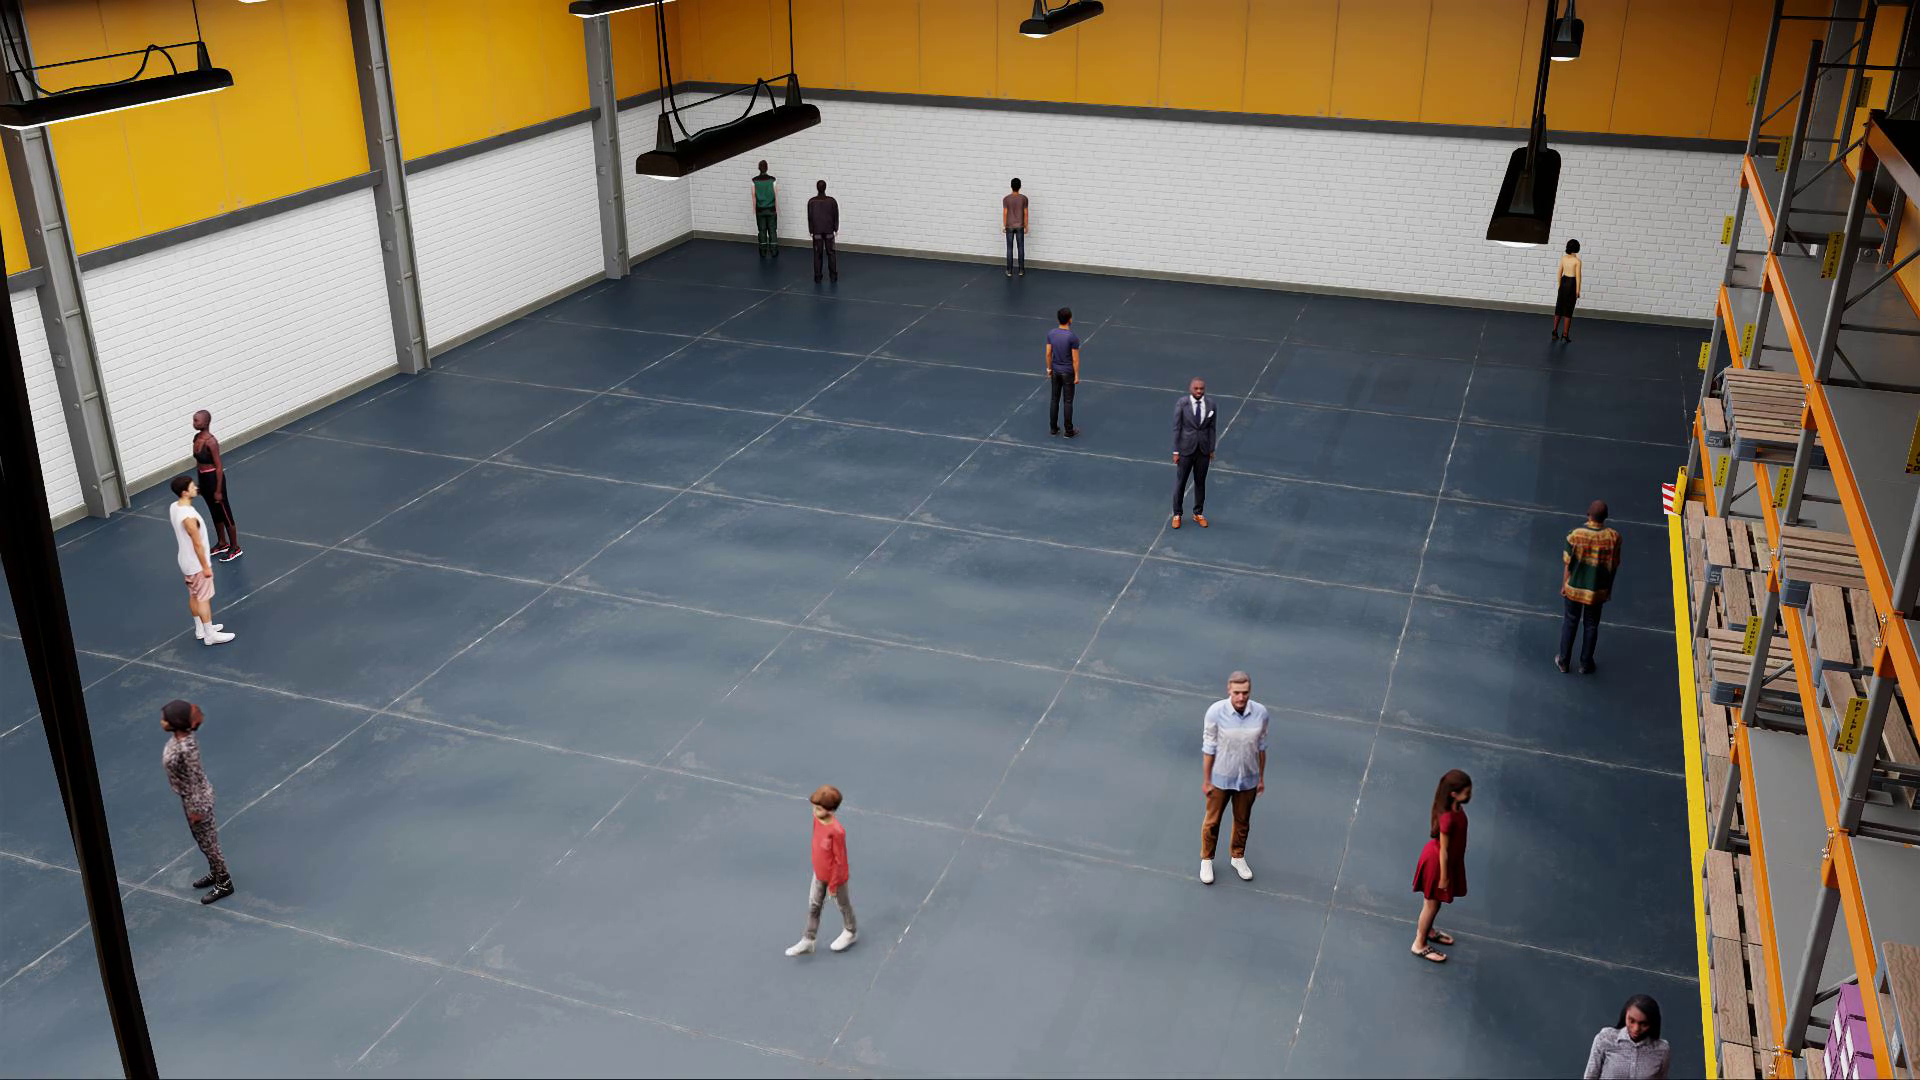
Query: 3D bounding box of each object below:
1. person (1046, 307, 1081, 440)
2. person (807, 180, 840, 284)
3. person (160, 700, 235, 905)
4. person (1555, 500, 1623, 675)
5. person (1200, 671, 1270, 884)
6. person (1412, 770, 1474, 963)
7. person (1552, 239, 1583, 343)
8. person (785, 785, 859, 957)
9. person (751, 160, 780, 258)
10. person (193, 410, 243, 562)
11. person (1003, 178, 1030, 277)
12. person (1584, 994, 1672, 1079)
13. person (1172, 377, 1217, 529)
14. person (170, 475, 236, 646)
[{"bbox_3d":[1.382,-2.266,22.480,0.679,1.793,0.597,13,27,28],"label":"person"},{"bbox_3d":[-2.465,-5.562,29.961,0.794,1.838,0.746,-3,24,-6],"label":"person"},{"bbox_3d":[-5.892,2.000,12.819,0.720,1.713,0.675,-15,28,-30],"label":"person"},{"bbox_3d":[6.119,0.455,16.235,0.712,1.808,0.675,6,24,13],"label":"person"},{"bbox_3d":[2.142,1.833,13.060,0.771,1.826,0.749,-3,24,-8],"label":"person"},{"bbox_3d":[3.534,2.355,12.210,0.592,1.551,0.533,9,25,19],"label":"person"},{"bbox_3d":[9.726,-3.998,26.617,0.699,1.653,0.658,-15,28,-30],"label":"person"},{"bbox_3d":[-0.893,2.417,12.259,0.904,1.399,0.763,-19,30,-37],"label":"person"},{"bbox_3d":[-3.703,-6.330,31.714,0.730,1.842,0.726,-2,24,-4],"label":"person"},{"bbox_3d":[-8.431,-0.639,18.802,0.640,1.757,0.616,16,28,32],"label":"person"},{"bbox_3d":[1.014,-5.734,30.433,0.707,1.776,0.685,-1,24,-3],"label":"person"},{"bbox_3d":[3.841,3.365,9.684,0.598,1.724,0.504,9,25,19],"label":"person"},{"bbox_3d":[2.757,-1.056,19.672,0.784,1.824,0.778,-3,24,-7],"label":"person"},{"bbox_3d":[-7.764,0.199,16.845,0.746,1.789,0.735,-18,30,-36],"label":"person"}]
